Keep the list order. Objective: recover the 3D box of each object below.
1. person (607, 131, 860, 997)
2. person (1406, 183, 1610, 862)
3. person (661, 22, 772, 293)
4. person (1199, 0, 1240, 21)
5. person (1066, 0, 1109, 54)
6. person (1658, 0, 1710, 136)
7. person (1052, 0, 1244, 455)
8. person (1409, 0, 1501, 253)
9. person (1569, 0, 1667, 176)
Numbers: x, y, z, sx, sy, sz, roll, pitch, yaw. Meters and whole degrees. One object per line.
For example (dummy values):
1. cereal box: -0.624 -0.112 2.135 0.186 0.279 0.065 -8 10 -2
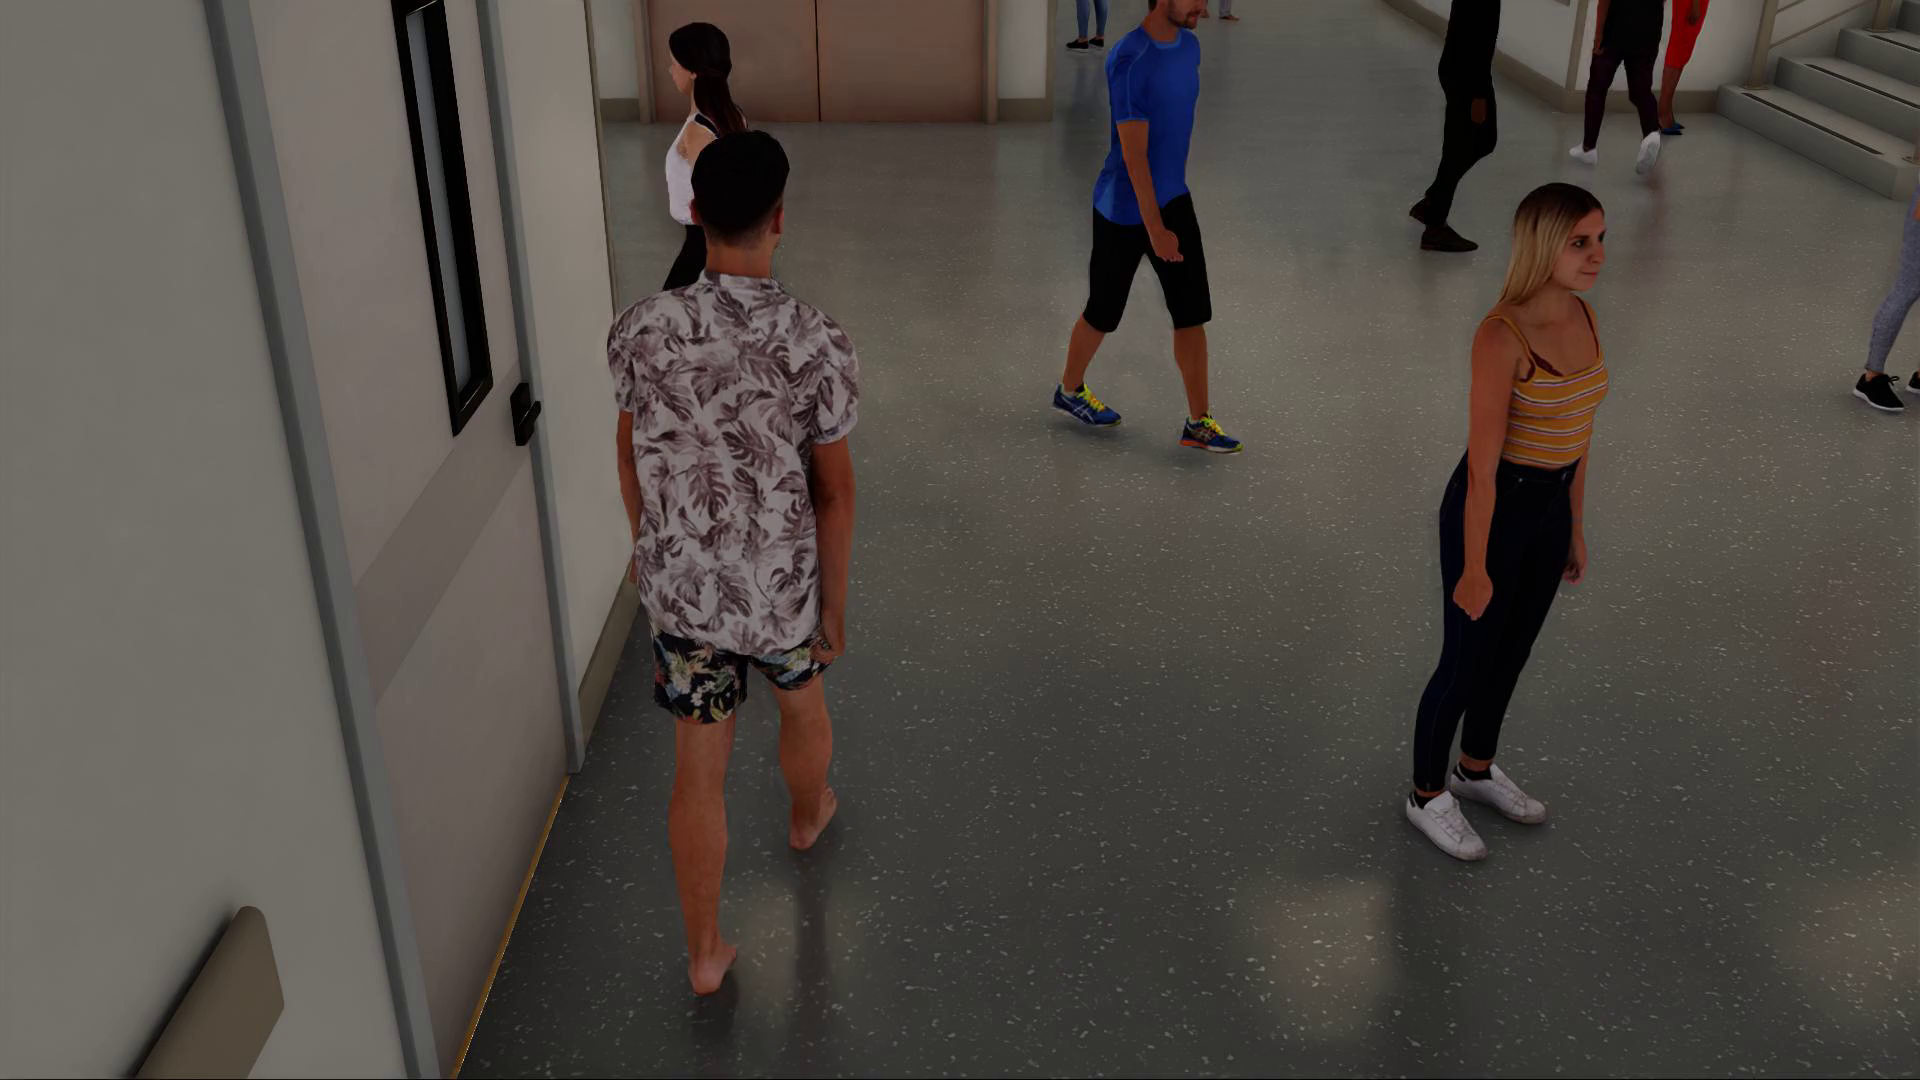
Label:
1. person: -0.482 0.106 3.439 1.046 1.788 0.762 1 26 2
2. person: 1.281 -0.029 3.903 0.627 1.629 0.709 -19 32 -34
3. person: -0.738 -0.922 5.776 1.108 1.610 0.731 6 26 12
4. person: 2.480 -5.913 15.988 0.785 1.730 0.879 -13 29 -26
5. person: 1.113 -5.081 14.318 0.679 1.683 0.781 -16 30 -29
6. person: 4.989 -3.673 11.328 0.656 1.743 0.641 14 29 27
7. person: 0.596 -1.209 6.131 1.146 1.819 1.099 22 34 38
8. person: 2.518 -2.385 8.594 0.726 1.798 0.742 7 27 14
9. person: 4.141 -3.129 10.182 0.954 1.759 0.695 -1 26 -3
